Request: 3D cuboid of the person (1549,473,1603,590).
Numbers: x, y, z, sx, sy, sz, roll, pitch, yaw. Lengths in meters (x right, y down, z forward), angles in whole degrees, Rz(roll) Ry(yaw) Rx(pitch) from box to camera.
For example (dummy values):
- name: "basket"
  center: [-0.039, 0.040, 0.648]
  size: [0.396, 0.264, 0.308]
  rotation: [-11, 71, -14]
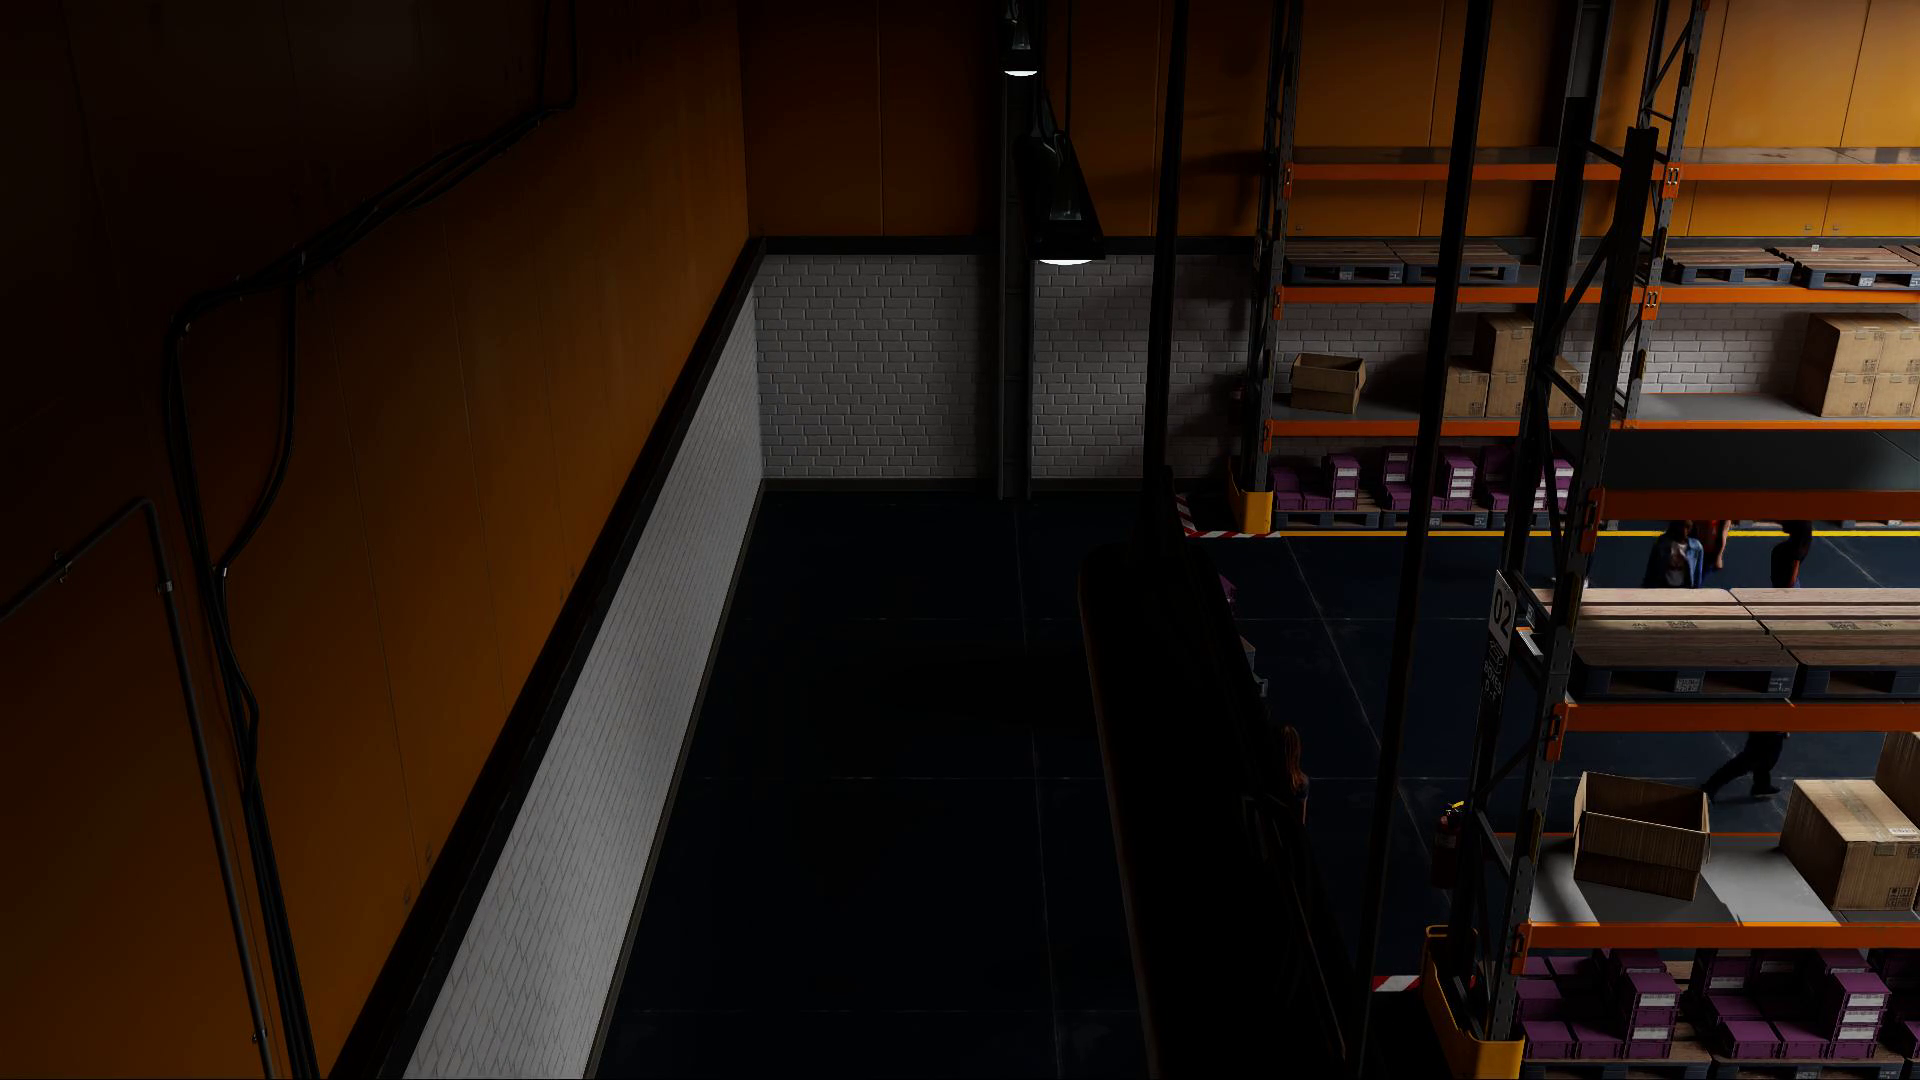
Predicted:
- name: "person"
  center: [6.403, -0.330, 17.013]
  size: [0.689, 1.774, 0.673]
  rotation: [-14, 27, -30]

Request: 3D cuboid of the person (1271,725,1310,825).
- name: "person"
  center: [2.155, 2.081, 11.561]
  size: [0.564, 1.724, 0.711]
  rotation: [6, 24, 14]
